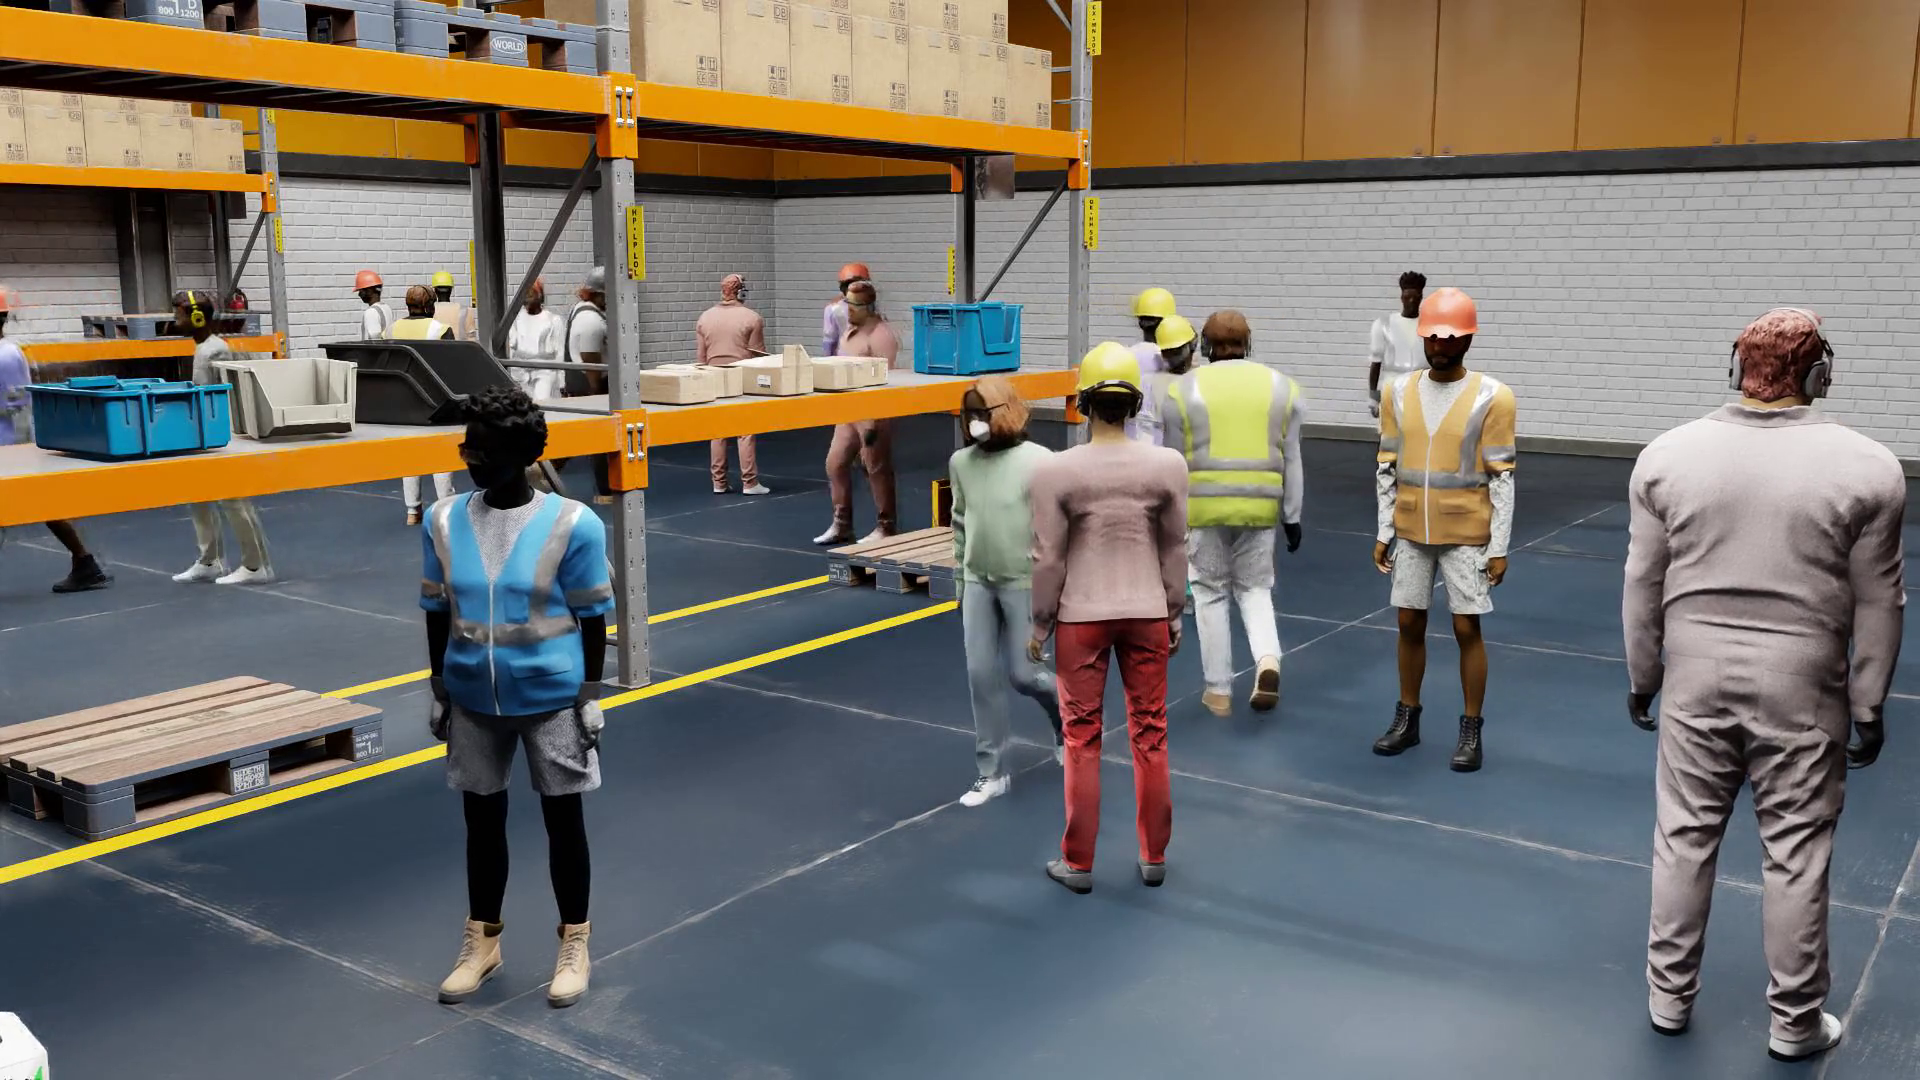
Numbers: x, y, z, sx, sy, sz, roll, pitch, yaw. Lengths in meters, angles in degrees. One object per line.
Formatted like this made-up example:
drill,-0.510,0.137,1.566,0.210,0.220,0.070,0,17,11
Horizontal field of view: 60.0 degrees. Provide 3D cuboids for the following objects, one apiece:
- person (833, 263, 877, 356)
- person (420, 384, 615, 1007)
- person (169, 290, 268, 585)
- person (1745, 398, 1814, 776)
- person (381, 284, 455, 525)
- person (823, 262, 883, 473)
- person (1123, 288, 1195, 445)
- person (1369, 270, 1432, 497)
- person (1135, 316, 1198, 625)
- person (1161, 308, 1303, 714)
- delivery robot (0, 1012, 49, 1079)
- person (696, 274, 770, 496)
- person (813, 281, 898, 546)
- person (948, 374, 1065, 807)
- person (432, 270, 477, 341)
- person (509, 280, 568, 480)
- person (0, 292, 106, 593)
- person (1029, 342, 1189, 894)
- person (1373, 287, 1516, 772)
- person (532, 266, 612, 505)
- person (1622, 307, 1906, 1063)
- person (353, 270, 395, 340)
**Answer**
person,-1.122,-2.031,18.276,0.623,1.989,0.401,5,11,27
person,-1.200,0.425,4.517,0.536,1.699,0.322,1,10,7
person,-4.663,-0.606,10.233,0.702,1.839,0.540,-4,10,-22
person,3.221,0.109,6.511,0.548,1.662,0.778,4,10,24
person,-4.074,-1.022,12.721,0.622,1.845,0.429,2,10,13
person,-0.993,-1.636,15.869,0.613,2.019,0.888,-5,11,-28
person,1.075,-0.498,9.517,0.605,1.875,1.027,8,12,39
person,3.595,-1.186,13.382,0.608,1.952,0.553,1,10,7
person,1.241,-0.378,9.263,0.541,1.720,0.818,2,10,12
person,1.187,-0.097,7.285,0.639,1.818,0.576,-1,10,-3
delivery robot,-2.199,1.161,3.262,0.707,0.478,0.477,-9,13,-43
person,-1.942,-1.334,14.385,0.643,1.908,0.399,4,10,22
person,-0.732,-0.858,11.628,0.737,1.875,0.672,-5,11,-28
person,0.197,0.173,6.271,0.513,1.611,0.531,6,11,33
person,-5.142,-1.735,16.704,0.587,1.928,0.362,-3,10,-18
person,-4.005,-1.484,15.475,0.599,1.841,0.950,5,11,27
person,-5.672,-0.573,9.920,0.993,1.889,0.564,-6,11,-32
person,0.475,0.255,5.336,0.522,1.769,0.318,-2,10,-11
person,1.908,-0.034,6.616,0.559,1.924,0.423,8,12,39
person,-3.081,-1.274,13.628,0.778,2.000,0.735,-4,10,-21
person,2.040,0.365,4.265,0.643,1.908,0.399,7,12,36
person,-5.795,-1.703,16.507,0.364,1.933,0.543,-1,10,-3
